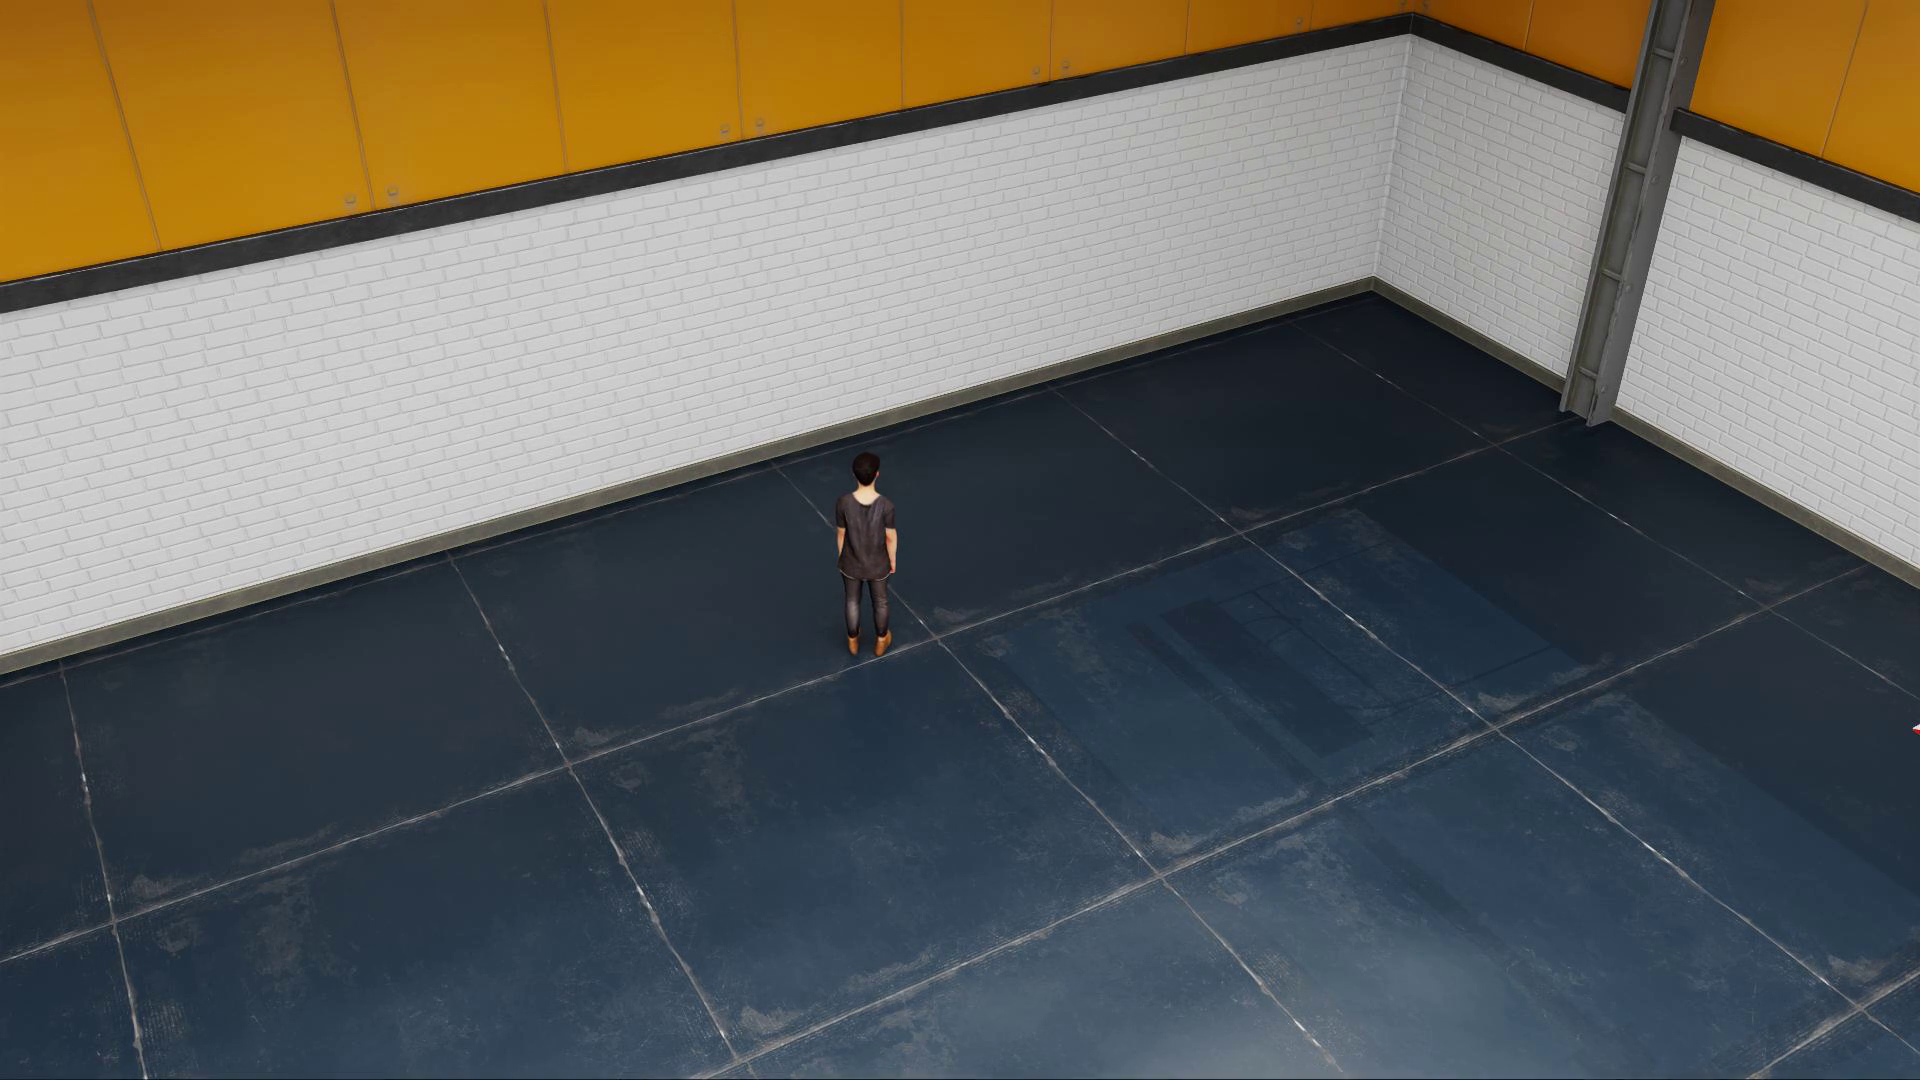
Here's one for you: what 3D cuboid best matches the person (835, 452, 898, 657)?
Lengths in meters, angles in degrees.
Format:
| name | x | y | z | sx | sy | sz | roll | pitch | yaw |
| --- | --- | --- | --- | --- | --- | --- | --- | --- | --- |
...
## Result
| name | x | y | z | sx | sy | sz | roll | pitch | yaw |
| --- | --- | --- | --- | --- | --- | --- | --- | --- | --- |
| person | -0.712 | 0.122 | 12.495 | 0.699 | 1.713 | 0.721 | 2 | 34 | 3 |
